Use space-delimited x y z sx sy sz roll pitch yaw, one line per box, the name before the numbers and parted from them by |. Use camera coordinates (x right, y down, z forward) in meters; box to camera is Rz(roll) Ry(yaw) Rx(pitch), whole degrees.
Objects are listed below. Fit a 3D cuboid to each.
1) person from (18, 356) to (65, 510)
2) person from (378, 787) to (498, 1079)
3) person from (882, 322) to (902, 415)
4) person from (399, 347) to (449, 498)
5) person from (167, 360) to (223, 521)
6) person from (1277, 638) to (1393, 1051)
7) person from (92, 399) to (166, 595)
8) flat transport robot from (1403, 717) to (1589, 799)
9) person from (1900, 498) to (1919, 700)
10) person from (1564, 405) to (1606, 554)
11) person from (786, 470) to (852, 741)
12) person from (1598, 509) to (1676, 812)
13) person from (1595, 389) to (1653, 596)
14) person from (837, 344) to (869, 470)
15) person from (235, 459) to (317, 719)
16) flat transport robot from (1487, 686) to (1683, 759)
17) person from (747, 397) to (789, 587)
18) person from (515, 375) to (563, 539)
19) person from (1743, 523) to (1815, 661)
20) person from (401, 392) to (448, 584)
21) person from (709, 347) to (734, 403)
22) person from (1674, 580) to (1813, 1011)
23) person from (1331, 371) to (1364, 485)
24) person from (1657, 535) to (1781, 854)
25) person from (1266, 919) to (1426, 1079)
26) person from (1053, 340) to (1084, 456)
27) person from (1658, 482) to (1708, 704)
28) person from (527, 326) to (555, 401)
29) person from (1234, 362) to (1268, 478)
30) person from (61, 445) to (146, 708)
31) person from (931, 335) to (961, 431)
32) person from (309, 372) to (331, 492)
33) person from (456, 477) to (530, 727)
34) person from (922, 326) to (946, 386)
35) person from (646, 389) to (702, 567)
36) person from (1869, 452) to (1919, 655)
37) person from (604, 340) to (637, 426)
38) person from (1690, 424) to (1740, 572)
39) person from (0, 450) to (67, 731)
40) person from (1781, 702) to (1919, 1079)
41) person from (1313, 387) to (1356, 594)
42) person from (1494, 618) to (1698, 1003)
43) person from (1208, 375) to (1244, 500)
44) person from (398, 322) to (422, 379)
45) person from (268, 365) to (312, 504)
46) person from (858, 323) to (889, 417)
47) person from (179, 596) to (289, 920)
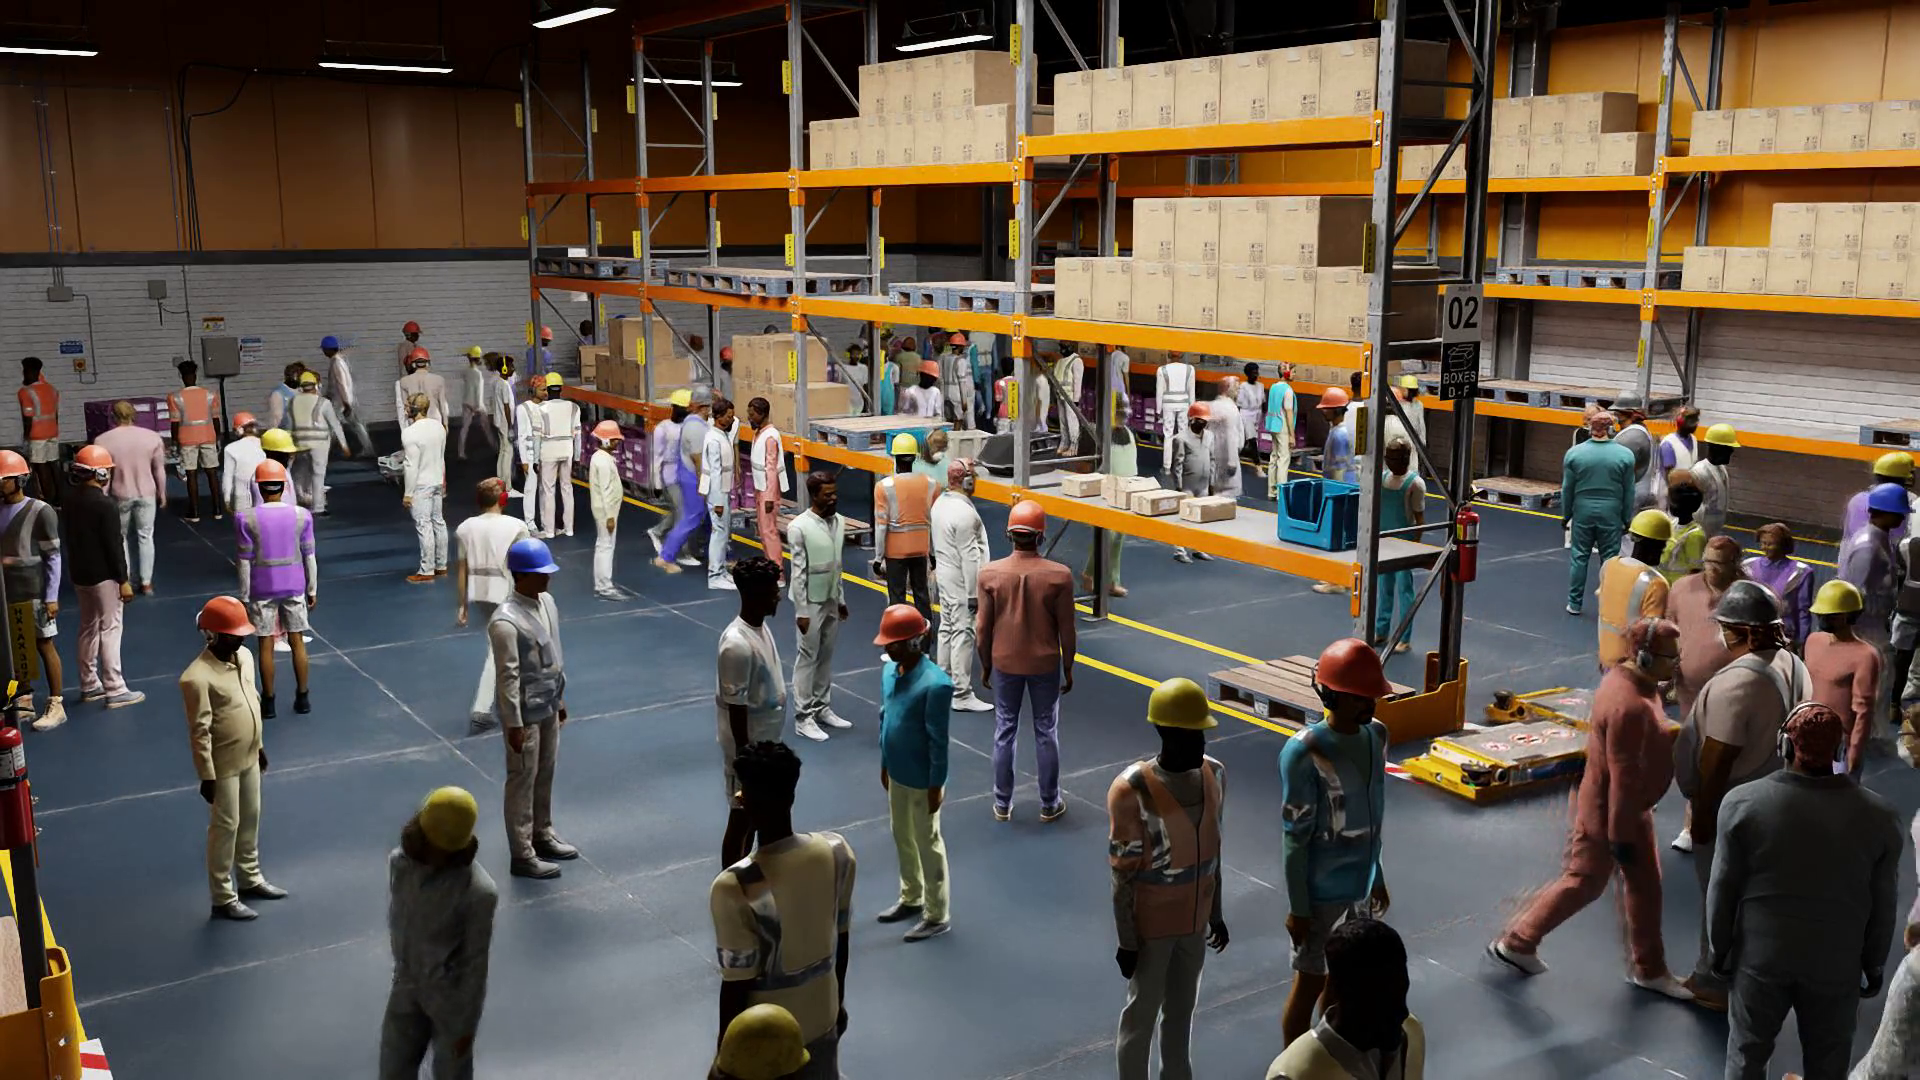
person | -11.479 -1.313 20.765 0.362 1.963 0.612 2 11 8
person | -1.925 1.685 6.119 0.561 1.687 0.510 4 12 19
person | -1.302 -3.118 30.363 0.403 1.826 0.592 -9 14 -38
person | -7.031 -1.534 21.855 0.620 1.986 0.410 -3 11 -15
person | -9.288 -1.208 20.223 0.600 1.967 0.368 -9 14 -40
person | 1.541 1.390 6.735 0.611 2.043 0.374 -10 15 -41
person | -8.139 -0.425 16.345 0.639 1.920 0.619 -7 13 -32
flat transport robot | 3.724 1.431 11.071 1.431 0.197 0.652 -6 13 -27
person | 7.344 0.333 12.536 0.400 1.895 0.652 -4 12 -19
person | 6.912 -0.666 18.324 0.317 1.631 0.513 -4 12 -20
person | -1.013 0.448 11.873 0.394 1.920 0.587 6 13 28
person | 4.187 0.750 10.344 0.391 1.915 0.593 -3 11 -15
person | 6.438 -0.462 16.216 0.535 2.000 0.687 6 12 27
person | -1.529 -1.930 24.255 0.545 1.835 0.783 -4 12 -19
person | -5.056 0.359 12.326 0.548 1.924 0.387 -8 13 -34
flat transport robot | 4.507 1.292 11.783 0.652 0.197 1.431 -6 13 -27
person | -1.930 -0.481 16.672 0.404 1.906 0.598 -4 12 -18
person | -4.854 -0.957 19.175 0.359 1.880 0.575 6 13 29
person | 5.567 0.682 11.419 0.314 1.630 0.521 -10 15 -41
person | -5.421 -0.526 16.806 0.372 1.940 0.631 3 11 14
person | -3.496 -2.031 25.016 0.361 1.744 0.579 11 15 43
person | 3.638 1.175 7.839 0.681 2.000 0.535 -8 14 -36
person | 4.473 -0.945 18.880 0.643 1.965 0.366 11 15 43
person | 4.460 0.875 9.871 0.978 1.850 0.628 -9 14 -39
person | 1.017 1.902 4.431 0.599 1.917 0.377 -10 15 -42
person | 1.660 -2.214 25.727 0.429 1.837 0.630 -5 12 -24
person | 5.483 0.399 12.696 0.318 1.697 0.533 0 11 -1
person | -6.713 -2.486 26.881 0.569 1.921 0.441 10 15 40
person | 4.081 -1.736 23.745 0.576 1.657 0.835 -8 13 -35
person | -6.512 0.271 12.620 0.621 1.987 0.413 7 13 30
person | -0.301 -2.441 27.018 0.997 1.788 0.514 -8 14 -36
person | -8.677 -1.450 22.342 0.277 1.627 0.503 -2 11 -9
person | -3.434 0.438 12.251 0.565 1.802 0.978 4 12 20
person | -0.439 -3.075 30.155 0.627 1.835 0.432 -10 15 -41
person | -3.065 -0.673 17.682 0.703 1.894 0.592 6 13 29
person | 7.826 0.128 13.982 0.319 1.742 0.488 -4 12 -20
person | -5.918 -2.878 29.120 0.563 1.834 0.405 -1 11 -6
person | 6.522 -0.063 14.493 0.397 1.920 0.586 10 15 41
person | -6.760 0.365 11.976 0.604 2.044 0.375 3 11 14
person | 3.840 1.539 6.456 1.079 1.851 0.634 8 14 37
person | 3.679 -0.485 16.370 0.429 2.034 0.604 3 12 16
person | 3.069 1.253 7.918 0.902 1.864 0.648 6 12 27
person | 2.993 -0.943 19.074 0.538 1.885 0.663 -2 11 -11
person | -8.939 -2.576 27.187 0.419 1.984 0.633 1 11 7
person | -8.510 -1.298 21.086 0.443 1.828 0.804 3 12 17
person | -1.395 -2.413 26.200 0.538 2.000 0.716 -6 12 -26
person | -3.835 1.142 8.788 0.351 1.738 0.573 1 11 6
